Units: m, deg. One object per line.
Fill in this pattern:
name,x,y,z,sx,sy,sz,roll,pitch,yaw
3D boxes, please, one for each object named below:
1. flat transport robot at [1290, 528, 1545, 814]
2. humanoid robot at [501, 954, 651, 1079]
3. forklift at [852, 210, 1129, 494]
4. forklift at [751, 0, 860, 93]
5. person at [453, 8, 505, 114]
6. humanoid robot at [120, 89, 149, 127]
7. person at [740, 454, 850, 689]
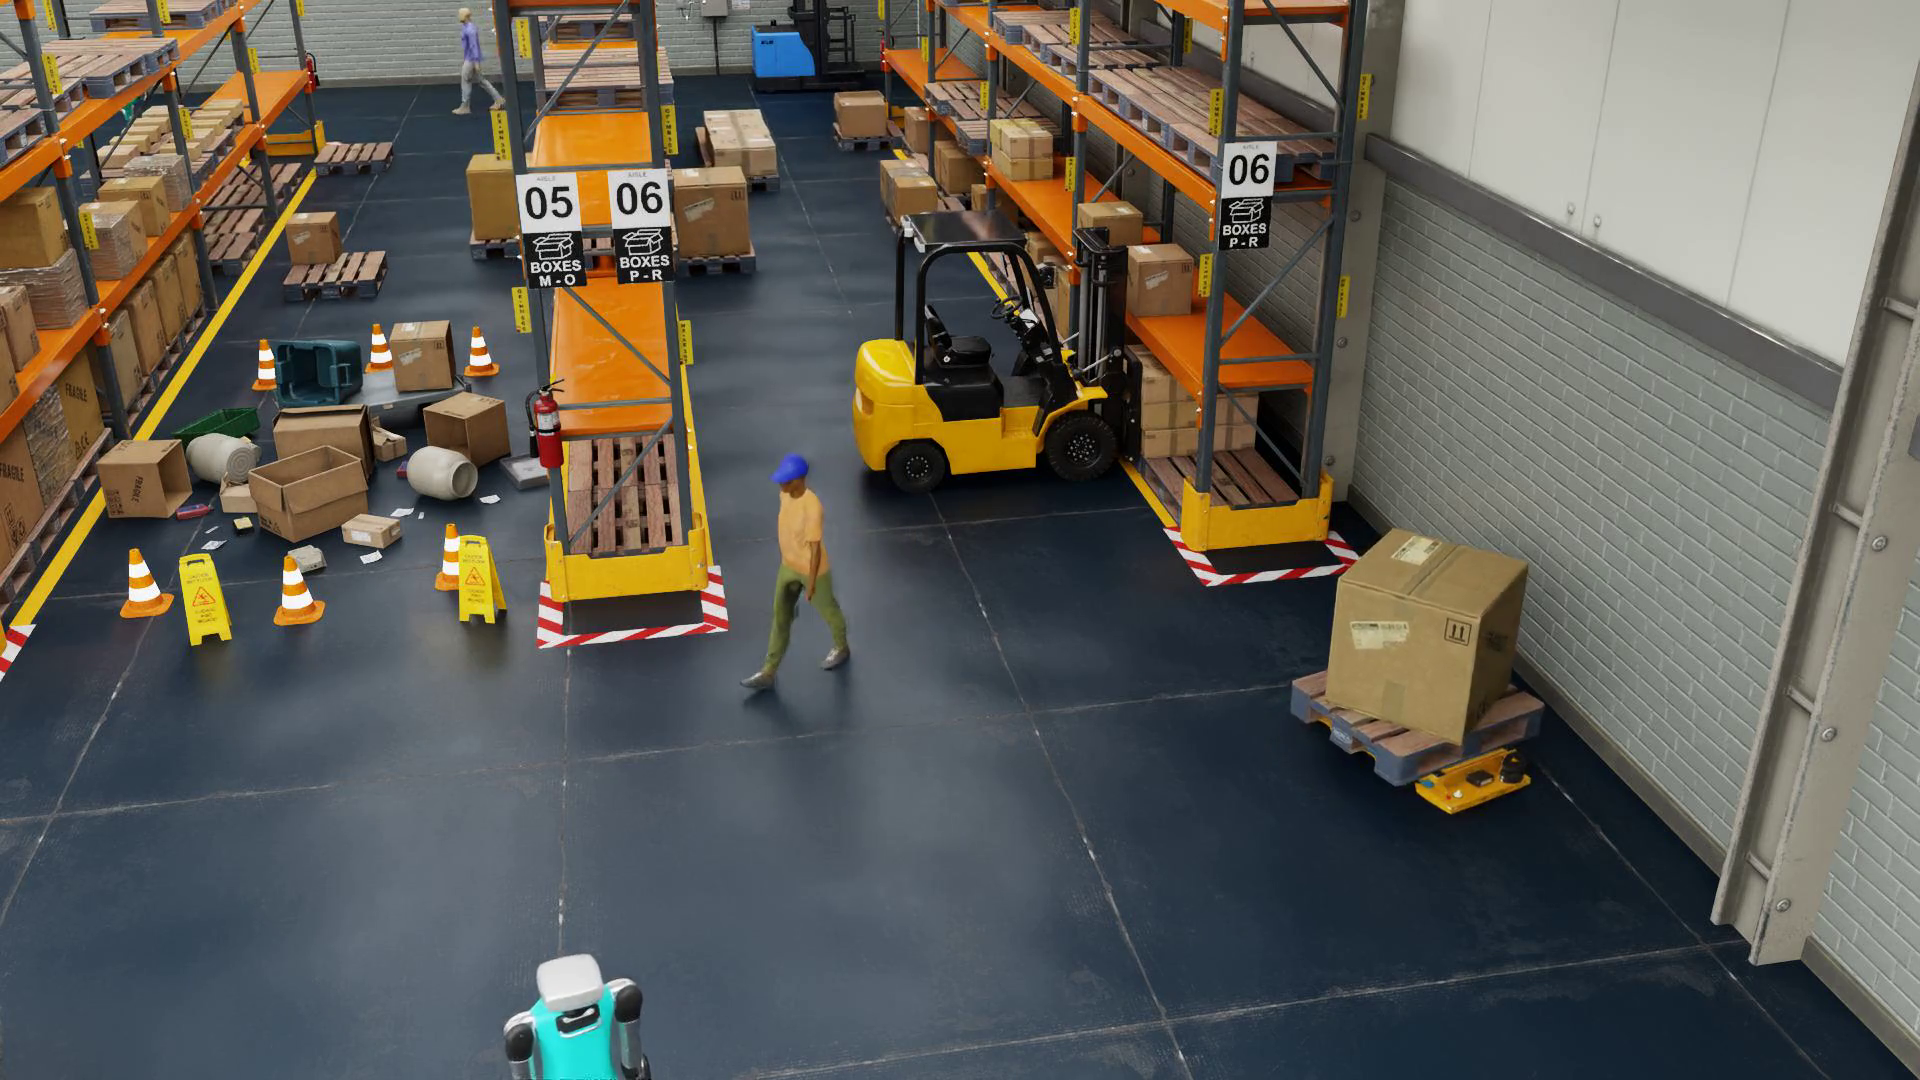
flat transport robot,2.858,1.234,10.559,0.659,0.231,1.431,-14,29,-26
humanoid robot,-1.344,2.444,6.339,0.533,1.802,0.673,-14,29,-27
forklift,0.216,-1.659,14.366,2.313,2.155,1.214,-5,26,-10
forklift,-2.872,-9.679,30.288,1.873,2.768,1.129,-5,26,-10
person,-8.332,-8.240,28.564,0.883,1.768,0.600,-9,27,-18
humanoid robot,-13.116,-7.028,26.140,0.532,1.772,1.018,-23,34,-39
person,-1.079,0.207,11.073,0.913,1.660,0.463,-23,34,-40
